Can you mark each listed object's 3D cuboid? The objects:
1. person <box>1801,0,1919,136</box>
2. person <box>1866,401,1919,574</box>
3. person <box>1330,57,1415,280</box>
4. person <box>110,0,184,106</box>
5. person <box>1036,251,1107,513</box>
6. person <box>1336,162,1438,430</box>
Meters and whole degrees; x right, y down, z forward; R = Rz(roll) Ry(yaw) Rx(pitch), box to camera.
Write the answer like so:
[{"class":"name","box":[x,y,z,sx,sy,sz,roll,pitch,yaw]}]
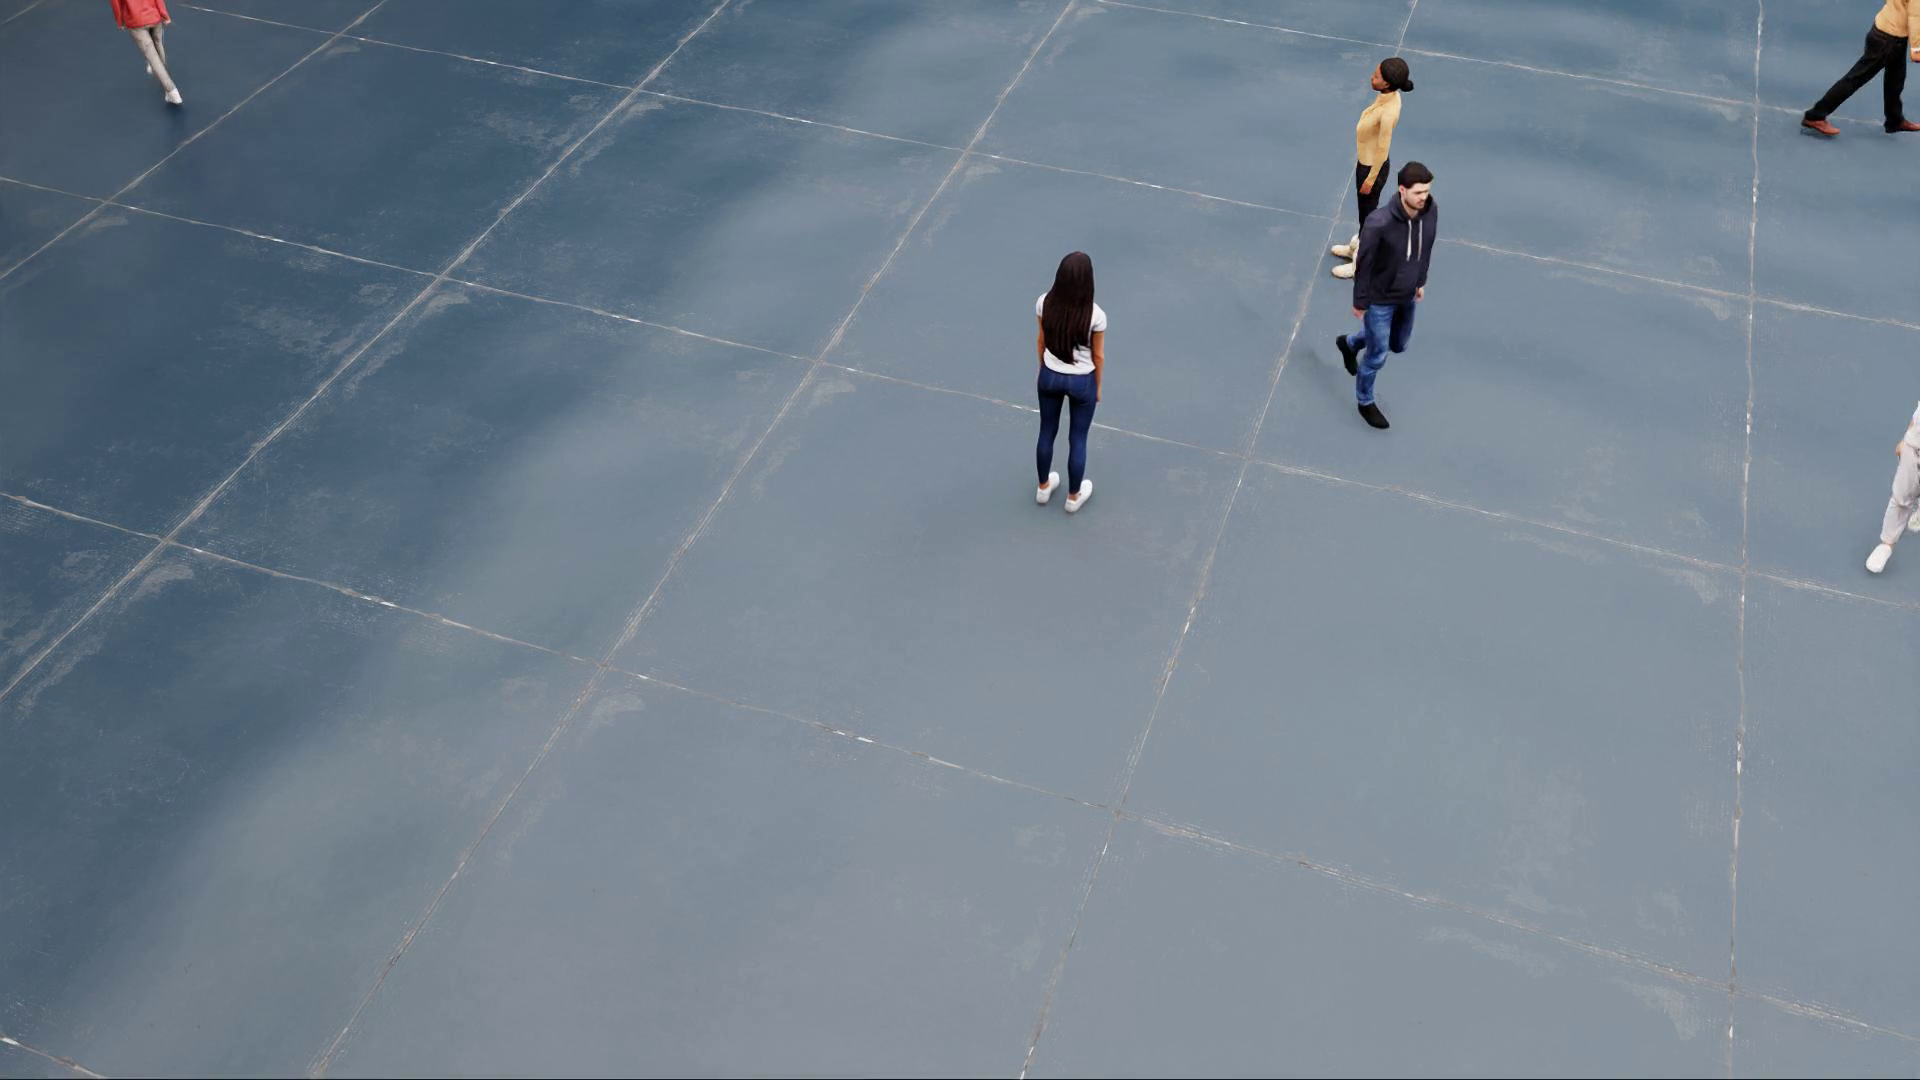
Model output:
[{"class":"person","box":[7.198,-3.934,13.034,1.156,1.707,0.672,15,45,15]},{"class":"person","box":[5.593,-0.556,9.440,0.883,1.674,0.845,31,51,29]},{"class":"person","box":[2.900,-2.616,11.657,0.612,1.660,0.623,7,43,7]},{"class":"person","box":[-6.653,-4.232,13.593,0.797,1.379,1.034,-34,53,-31]},{"class":"person","box":[0.622,-0.913,9.749,0.439,1.774,0.639,16,45,17]},{"class":"person","box":[2.630,-1.594,10.408,1.005,1.870,1.075,-20,46,-20]}]
